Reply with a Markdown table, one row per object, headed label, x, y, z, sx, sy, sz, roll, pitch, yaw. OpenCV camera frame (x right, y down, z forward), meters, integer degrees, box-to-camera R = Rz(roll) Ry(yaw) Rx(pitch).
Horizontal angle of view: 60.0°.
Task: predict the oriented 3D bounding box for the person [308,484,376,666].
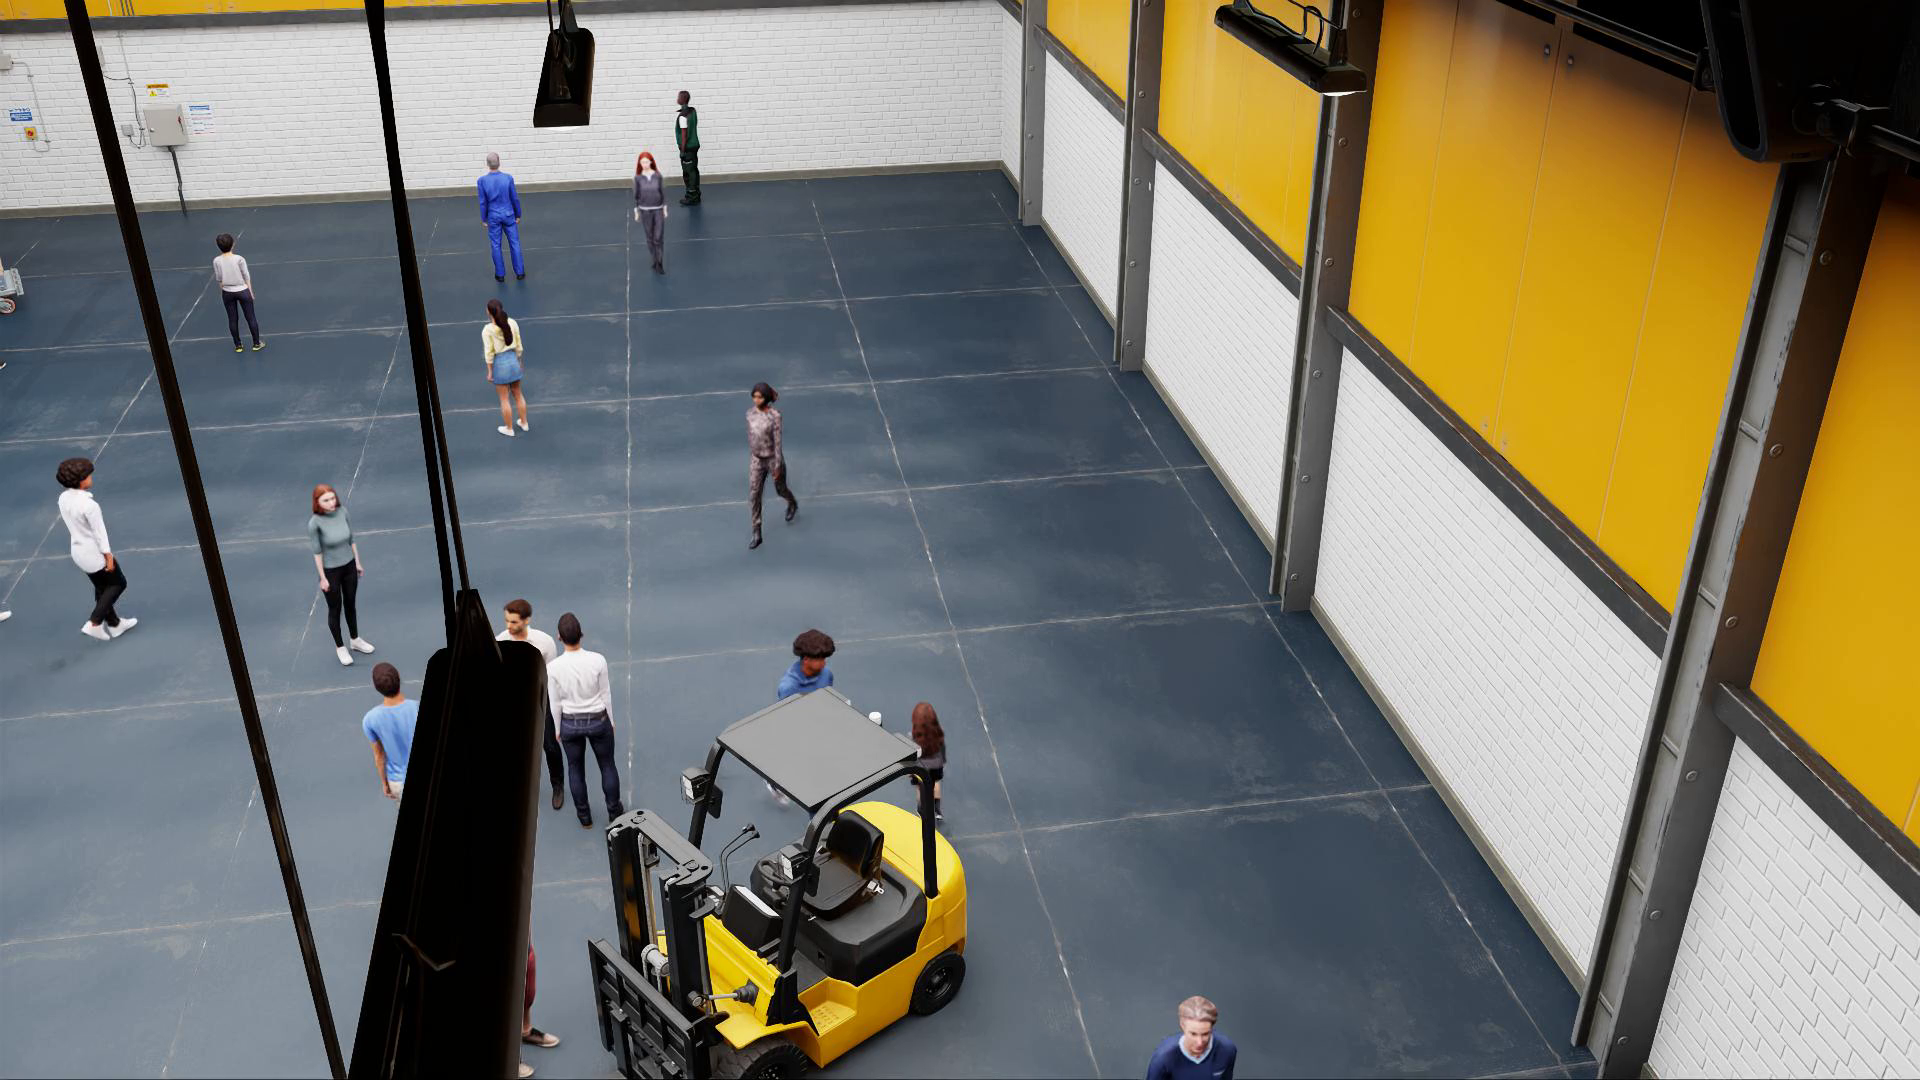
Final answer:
| label | x | y | z | sx | sy | sz | roll | pitch | yaw |
| --- | --- | --- | --- | --- | --- | --- | --- | --- | --- |
| person | -5.544 | 0.280 | 14.844 | 0.717 | 1.742 | 0.660 | 19 | 34 | 31 |

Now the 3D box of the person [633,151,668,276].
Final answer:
| label | x | y | z | sx | sy | sz | roll | pitch | yaw |
| --- | --- | --- | --- | --- | --- | --- | --- | --- | --- |
| person | -4.463 | -4.763 | 24.079 | 0.633 | 1.751 | 0.926 | -3 | 29 | -6 |

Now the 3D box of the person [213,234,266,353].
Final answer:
| label | x | y | z | sx | sy | sz | roll | pitch | yaw |
| --- | --- | --- | --- | --- | --- | --- | --- | --- | --- |
| person | -9.312 | -3.182 | 21.387 | 0.547 | 1.553 | 0.476 | -6 | 29 | -10 |

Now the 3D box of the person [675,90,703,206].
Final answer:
| label | x | y | z | sx | sy | sz | roll | pitch | yaw |
| --- | --- | --- | --- | --- | --- | --- | --- | --- | --- |
| person | -4.391 | -6.353 | 26.901 | 0.822 | 1.840 | 0.674 | 5 | 29 | 9 |

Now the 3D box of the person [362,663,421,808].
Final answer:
| label | x | y | z | sx | sy | sz | roll | pitch | yaw |
| --- | --- | --- | --- | --- | --- | --- | --- | --- | --- |
| person | -3.956 | 1.770 | 12.015 | 0.665 | 1.835 | 1.125 | -3 | 29 | -6 |

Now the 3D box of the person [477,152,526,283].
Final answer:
| label | x | y | z | sx | sy | sz | roll | pitch | yaw |
| --- | --- | --- | --- | --- | --- | --- | --- | --- | --- |
| person | -6.542 | -4.606 | 23.710 | 0.750 | 1.829 | 0.609 | -10 | 30 | -17 |

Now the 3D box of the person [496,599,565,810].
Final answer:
| label | x | y | z | sx | sy | sz | roll | pitch | yaw |
| --- | --- | --- | --- | --- | --- | --- | --- | --- | --- |
| person | -3.336 | 1.256 | 12.922 | 0.689 | 1.868 | 0.601 | 0 | 29 | 1 |

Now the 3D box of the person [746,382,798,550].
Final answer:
| label | x | y | z | sx | sy | sz | roll | pitch | yaw |
| --- | --- | --- | --- | --- | --- | --- | --- | --- | --- |
| person | -1.900 | -0.807 | 16.903 | 0.971 | 1.678 | 1.217 | 10 | 30 | 18 |

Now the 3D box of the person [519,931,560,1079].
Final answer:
| label | x | y | z | sx | sy | sz | roll | pitch | yaw |
| --- | --- | --- | --- | --- | --- | --- | --- | --- | --- |
| person | -2.862 | 2.676 | 10.553 | 0.728 | 1.645 | 0.630 | 11 | 31 | 20 |

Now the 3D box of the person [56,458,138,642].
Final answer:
| label | x | y | z | sx | sy | sz | roll | pitch | yaw |
| --- | --- | --- | --- | --- | --- | --- | --- | --- | --- |
| person | -7.924 | 0.132 | 15.061 | 0.866 | 1.793 | 0.945 | 15 | 32 | 25 |

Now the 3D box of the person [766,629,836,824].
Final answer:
| label | x | y | z | sx | sy | sz | roll | pitch | yaw |
| --- | --- | --- | --- | --- | --- | --- | --- | --- | --- |
| person | -1.231 | 1.458 | 12.646 | 1.005 | 1.777 | 1.154 | -21 | 35 | -33 |

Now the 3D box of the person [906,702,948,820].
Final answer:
| label | x | y | z | sx | sy | sz | roll | pitch | yaw |
| --- | --- | --- | --- | --- | --- | --- | --- | --- | --- |
| person | -0.242 | 1.742 | 12.834 | 0.516 | 1.100 | 0.587 | -9 | 30 | -15 |

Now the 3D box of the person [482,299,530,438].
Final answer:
| label | x | y | z | sx | sy | sz | roll | pitch | yaw |
| --- | --- | --- | --- | --- | --- | --- | --- | --- | --- |
| person | -5.234 | -1.991 | 19.123 | 0.742 | 1.630 | 0.721 | 25 | 37 | 37 |

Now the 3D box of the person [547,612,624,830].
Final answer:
| label | x | y | z | sx | sy | sz | roll | pitch | yaw |
| --- | --- | --- | --- | --- | --- | --- | --- | --- | --- |
| person | -2.856 | 1.398 | 12.668 | 0.601 | 1.863 | 0.575 | -5 | 29 | -10 |

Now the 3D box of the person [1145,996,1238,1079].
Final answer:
| label | x | y | z | sx | sy | sz | roll | pitch | yaw |
| --- | --- | --- | --- | --- | --- | --- | --- | --- | --- |
| person | 1.245 | 3.232 | 9.343 | 0.738 | 1.827 | 1.215 | -2 | 29 | -4 |
